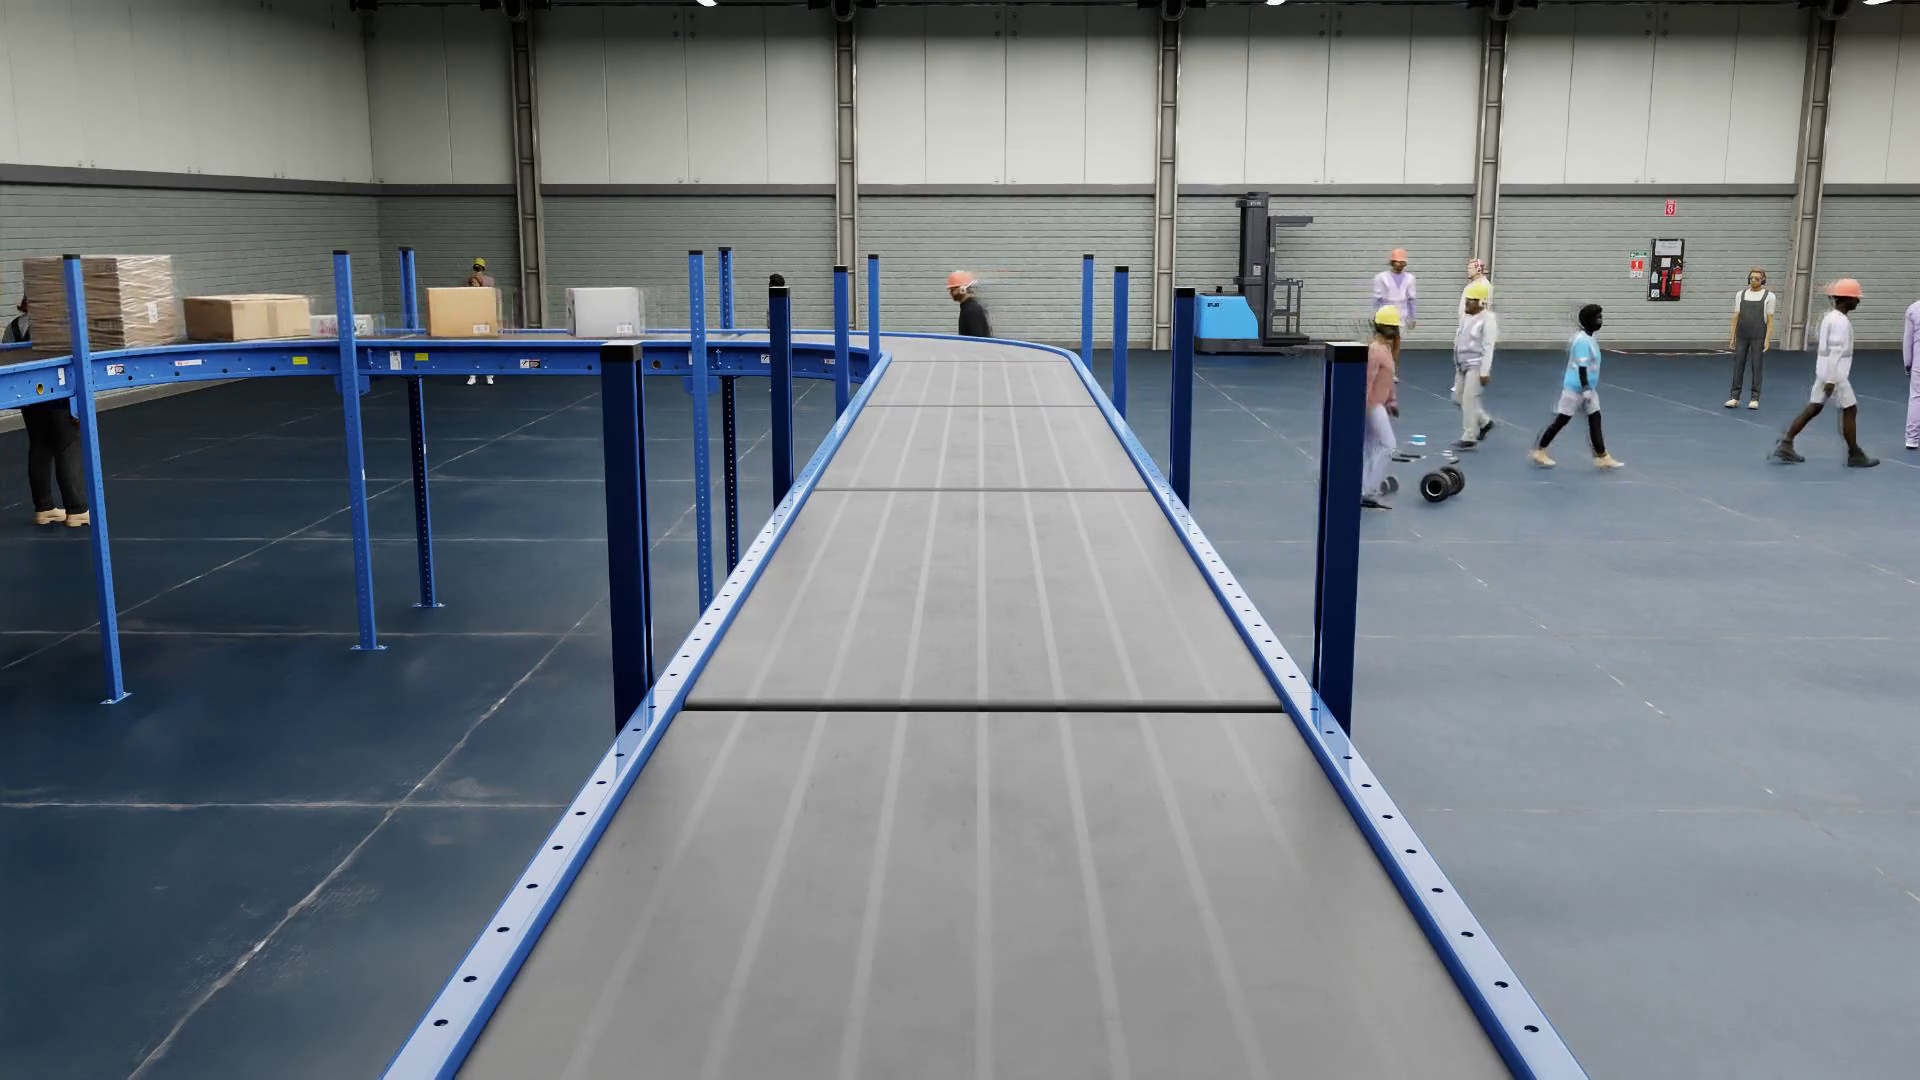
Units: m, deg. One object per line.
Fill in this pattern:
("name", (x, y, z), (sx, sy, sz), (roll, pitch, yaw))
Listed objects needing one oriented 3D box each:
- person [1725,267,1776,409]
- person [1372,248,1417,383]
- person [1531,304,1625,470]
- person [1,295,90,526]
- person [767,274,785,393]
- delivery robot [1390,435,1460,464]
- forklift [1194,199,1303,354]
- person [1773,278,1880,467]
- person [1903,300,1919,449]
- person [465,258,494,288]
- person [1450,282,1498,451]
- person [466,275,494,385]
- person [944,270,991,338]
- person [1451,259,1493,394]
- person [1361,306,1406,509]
("person", (10.398, -2.654, 21.871), (0.506, 1.846, 0.346), (9, 14, 40))
("person", (6.587, -3.384, 25.145), (0.648, 2.027, 0.483), (-1, 11, -6))
("person", (6.173, -1.526, 16.578), (0.879, 1.653, 0.545), (7, 13, 33))
("person", (-7.399, -1.126, 13.620), (0.688, 2.000, 0.539), (4, 12, 21))
("person", (-2.595, -2.941, 23.728), (0.318, 1.697, 0.536), (0, 11, 2))
("delivery robot", (4.144, -0.829, 15.015), (0.698, 0.223, 0.335), (7, 13, 31))
("forklift", (5.313, -4.851, 30.603), (1.873, 2.768, 1.129), (0, 11, 1))
("person", (8.815, -1.698, 16.850), (0.976, 1.897, 0.558), (3, 11, 14))
("person", (10.514, -1.916, 17.925), (0.399, 1.905, 0.642), (-10, 15, -42))
("person", (-8.608, -4.176, 29.893), (0.533, 1.767, 0.326), (-2, 11, -11))
("person", (5.578, -1.880, 17.964), (0.519, 1.812, 0.608), (-2, 11, -12))
("person", (-7.223, -3.150, 24.946), (0.518, 1.640, 0.307), (-1, 11, -8))
("person", (0.226, -1.885, 17.671), (0.782, 1.950, 0.639), (-2, 11, -11))
("person", (7.302, -3.041, 23.702), (0.409, 1.908, 0.639), (-1, 11, -6))
("person", (3.629, -1.135, 14.312), (0.546, 1.747, 0.537), (4, 12, 20))
